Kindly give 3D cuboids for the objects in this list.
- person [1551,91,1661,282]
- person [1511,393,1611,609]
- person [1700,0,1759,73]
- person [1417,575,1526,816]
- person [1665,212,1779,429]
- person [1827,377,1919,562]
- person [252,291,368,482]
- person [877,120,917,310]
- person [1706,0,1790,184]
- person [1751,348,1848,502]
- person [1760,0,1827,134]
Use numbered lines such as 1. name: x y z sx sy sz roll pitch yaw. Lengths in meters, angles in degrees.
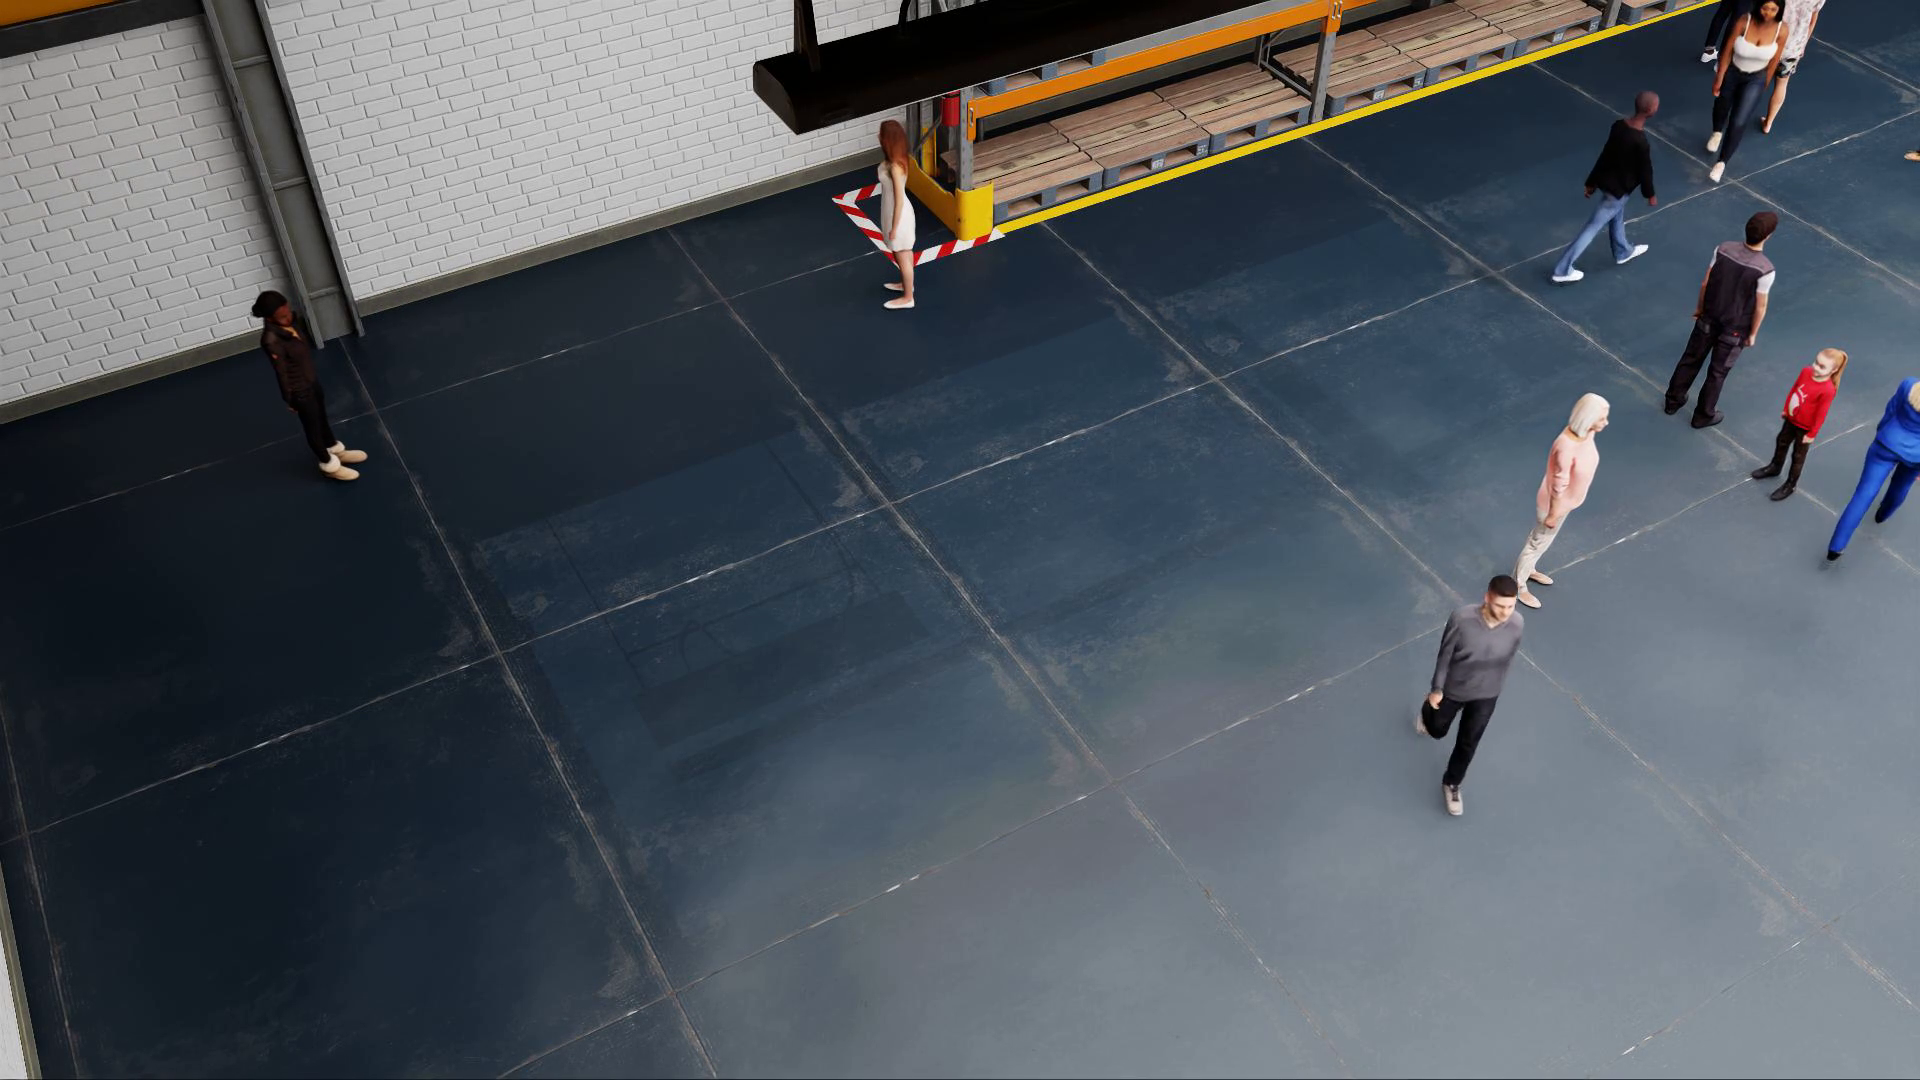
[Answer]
1. person: 5.367 -2.885 13.874 1.219 1.695 0.852 -8 44 -8
2. person: 4.011 -0.298 11.138 0.739 1.724 0.612 24 49 23
3. person: 7.825 -5.603 16.638 0.704 1.818 0.781 -9 44 -10
4. person: 3.018 0.823 9.947 1.027 1.742 1.019 3 44 3
5. person: 5.737 -1.656 12.473 0.616 1.848 0.692 -29 51 -27
6. person: 6.416 -0.534 11.437 0.900 1.654 1.248 31 52 28
7. person: -4.789 -1.124 12.048 0.745 1.663 0.682 -9 44 -9
8. person: -0.510 -2.673 13.642 0.665 1.709 0.644 0 44 0
9. person: 7.176 -4.252 15.267 1.029 1.754 1.263 22 48 21
10. person: 6.114 -0.871 12.062 0.547 1.278 0.548 -11 45 -11
11. person: 7.778 -4.719 15.714 0.735 1.812 0.782 13 45 13
